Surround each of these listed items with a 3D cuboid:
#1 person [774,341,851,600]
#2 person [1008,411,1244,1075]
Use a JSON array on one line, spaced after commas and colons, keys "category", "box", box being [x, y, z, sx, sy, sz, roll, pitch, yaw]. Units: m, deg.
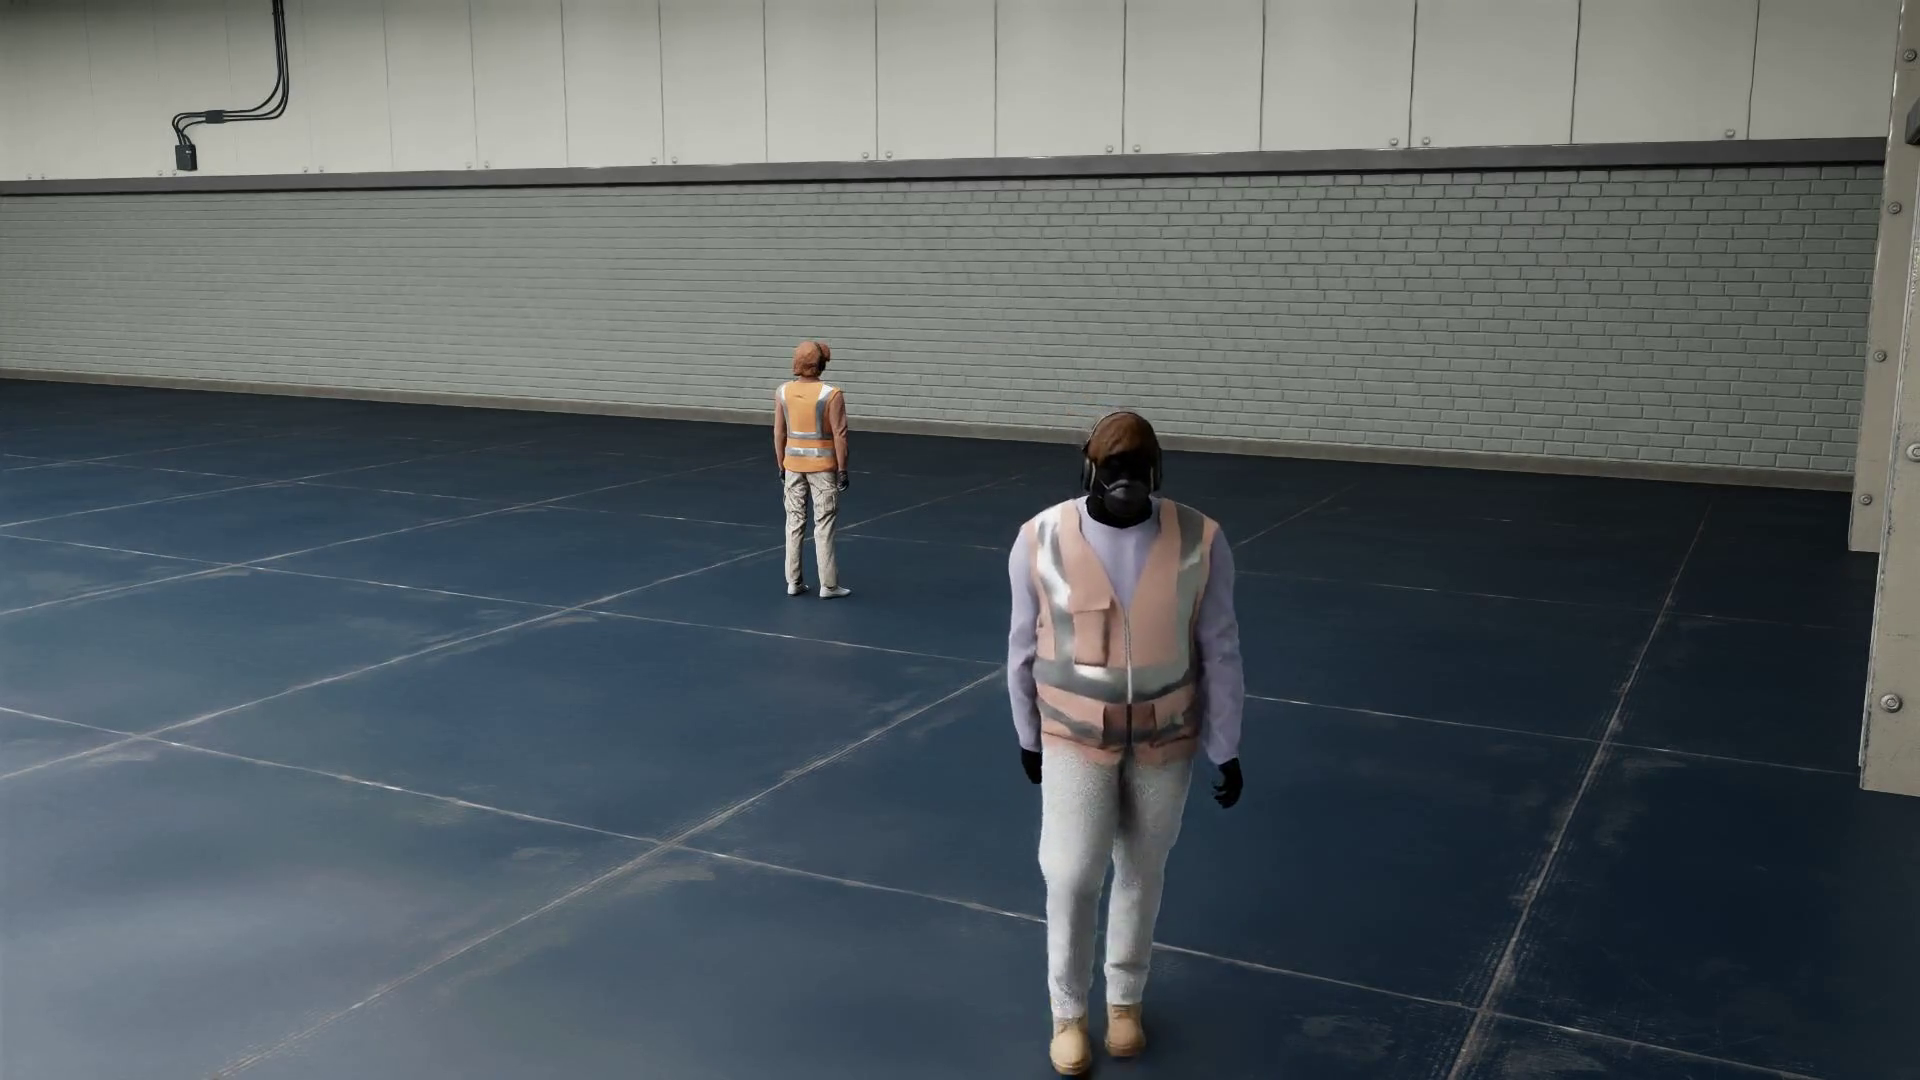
[{"category": "person", "box": [-0.936, -0.437, 10.531, 0.525, 1.636, 0.307, 5, 12, 26]}, {"category": "person", "box": [0.457, 0.566, 4.542, 0.629, 1.822, 0.559, 0, 10, -2]}]
